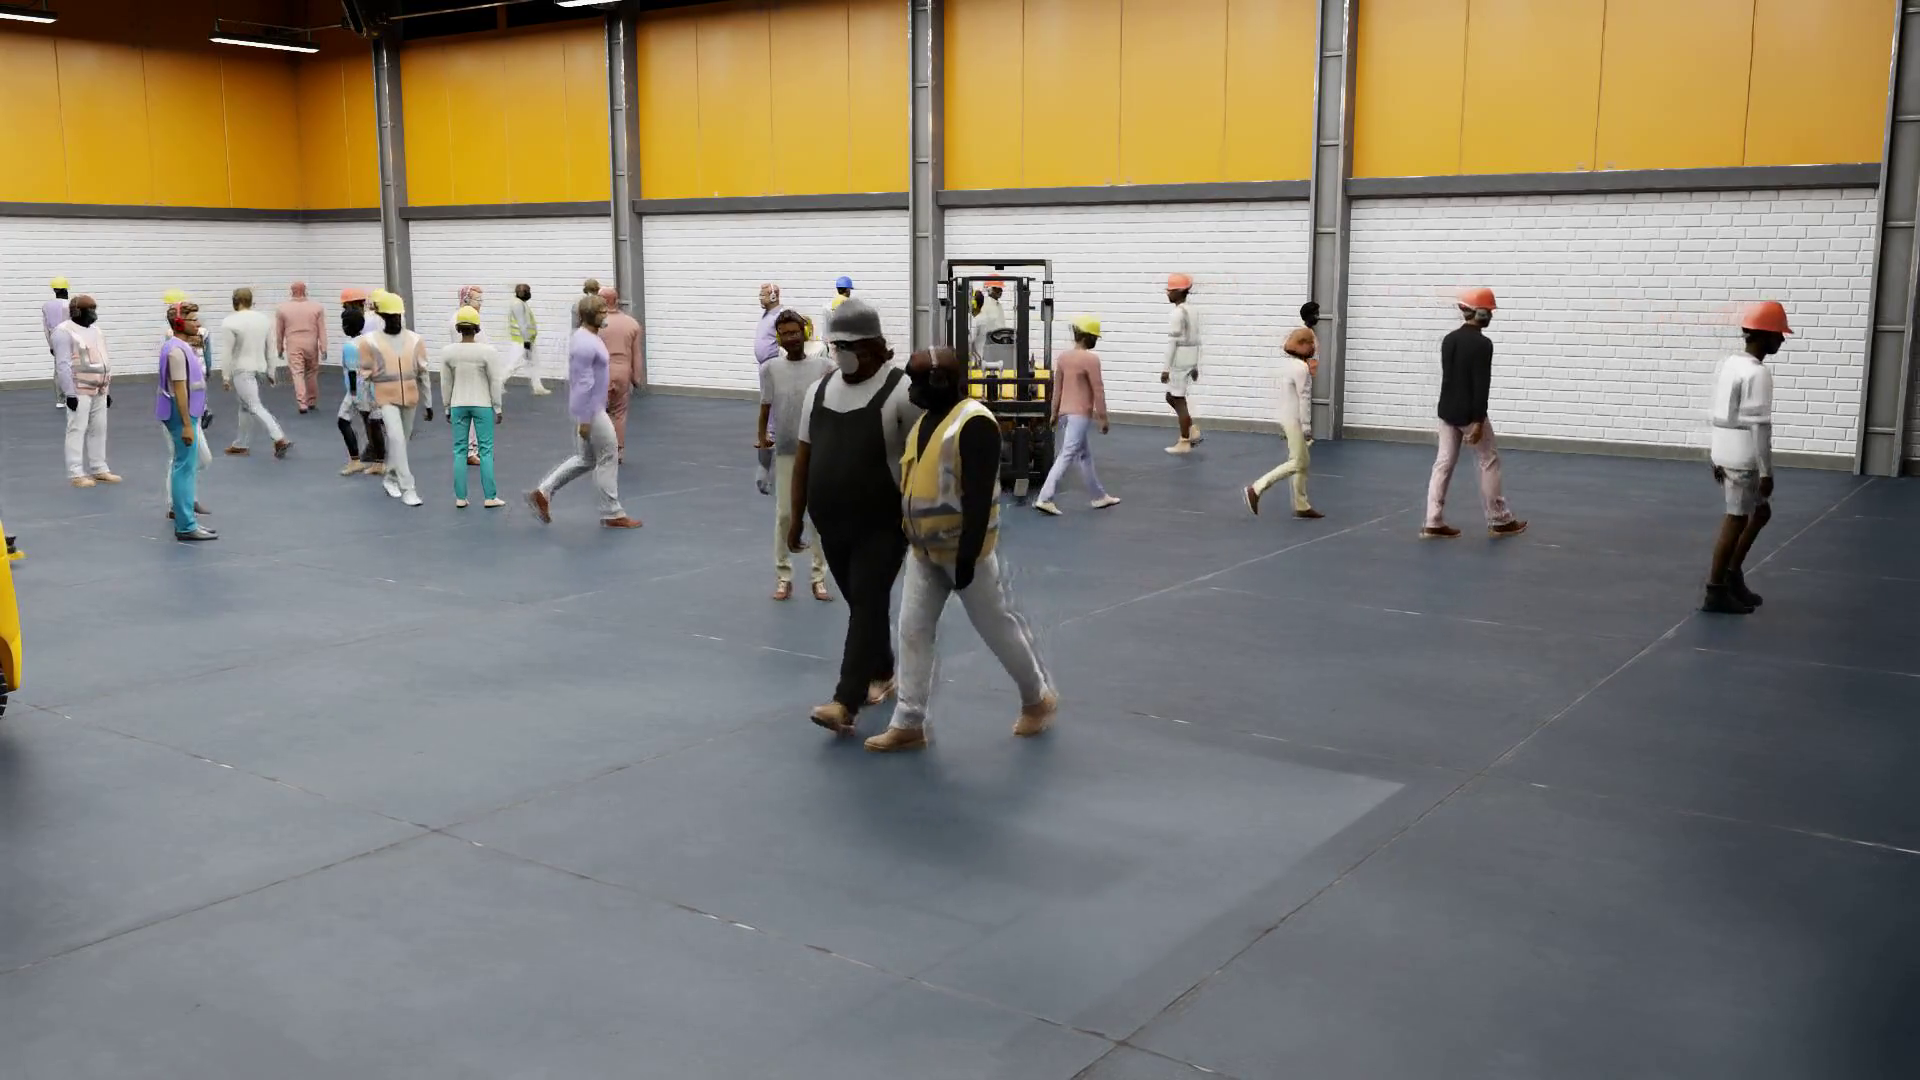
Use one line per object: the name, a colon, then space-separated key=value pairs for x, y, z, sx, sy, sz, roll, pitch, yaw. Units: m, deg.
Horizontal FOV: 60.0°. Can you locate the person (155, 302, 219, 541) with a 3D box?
person: x=-6.034 y=-0.919 z=12.914 sx=0.390 sy=1.846 sz=0.564 roll=-4 pitch=10 yaw=-24

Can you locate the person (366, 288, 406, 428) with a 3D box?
person: x=-7.430 y=-2.344 z=21.489 sx=0.629 sy=1.813 sz=0.475 roll=-4 pitch=10 yaw=-24

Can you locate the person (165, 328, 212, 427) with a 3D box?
person: x=-9.352 y=-2.021 z=20.195 sx=0.513 sy=1.595 sz=0.854 roll=-4 pitch=10 yaw=-23

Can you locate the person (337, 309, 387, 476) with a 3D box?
person: x=-6.046 y=-1.470 z=16.688 sx=0.529 sy=1.684 sz=0.547 roll=2 pitch=10 yaw=13

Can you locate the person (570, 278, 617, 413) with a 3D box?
person: x=-5.108 y=-2.692 z=23.236 sx=0.664 sy=1.923 sz=0.487 roll=-4 pitch=10 yaw=-24

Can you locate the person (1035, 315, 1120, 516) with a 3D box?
person: x=1.001 y=-1.075 z=14.264 sx=0.968 sy=1.708 sz=0.538 roll=-6 pitch=11 yaw=-30

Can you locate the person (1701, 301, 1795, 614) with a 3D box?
person: x=4.832 y=-0.489 z=10.134 sx=0.552 sy=1.914 sz=0.584 roll=1 pitch=10 yaw=7

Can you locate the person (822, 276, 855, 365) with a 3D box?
person: x=-1.652 y=-2.767 z=23.623 sx=0.610 sy=1.943 sz=0.403 roll=3 pitch=10 yaw=19

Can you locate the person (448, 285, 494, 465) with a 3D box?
person: x=-5.184 y=-1.753 z=17.701 sx=0.406 sy=1.911 sz=0.636 roll=-1 pitch=10 yaw=-4

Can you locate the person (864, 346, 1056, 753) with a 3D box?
person: x=0.014 y=0.031 z=7.453 sx=0.936 sy=1.797 sz=0.652 roll=-6 pitch=12 yaw=-34

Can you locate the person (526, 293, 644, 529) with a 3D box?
person: x=-3.040 y=-1.018 z=13.338 sx=0.868 sy=1.912 sz=0.635 roll=-1 pitch=10 yaw=-8

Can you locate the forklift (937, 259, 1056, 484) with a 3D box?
forklift: x=0.370 y=-1.738 z=16.759 sx=1.214 sy=2.155 sz=2.313 roll=1 pitch=10 yaw=3

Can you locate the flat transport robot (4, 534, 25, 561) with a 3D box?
flat transport robot: x=-7.444 y=0.067 z=11.727 sx=1.431 sy=0.197 sz=0.652 roll=3 pitch=10 yaw=15

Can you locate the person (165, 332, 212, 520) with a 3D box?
person: x=-6.438 y=-0.951 z=13.812 sx=0.417 sy=1.602 sz=0.509 roll=-1 pitch=10 yaw=-3

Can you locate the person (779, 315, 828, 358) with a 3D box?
person: x=-1.536 y=-1.376 z=16.251 sx=0.511 sy=1.641 sz=0.309 roll=2 pitch=10 yaw=9

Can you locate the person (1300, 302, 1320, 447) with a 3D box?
person: x=4.025 y=-1.930 z=19.411 sx=0.321 sy=1.691 sz=0.533 roll=3 pitch=10 yaw=17

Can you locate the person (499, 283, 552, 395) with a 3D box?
person: x=-7.076 y=-3.221 z=26.720 sx=0.859 sy=1.815 sz=0.621 roll=-1 pitch=10 yaw=-4

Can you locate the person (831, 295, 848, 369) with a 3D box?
person: x=-1.355 y=-1.964 z=19.380 sx=0.326 sy=1.765 sz=0.530 roll=4 pitch=10 yaw=21

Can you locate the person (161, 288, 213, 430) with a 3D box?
person: x=-9.685 y=-2.220 z=20.733 sx=0.466 sy=1.820 sz=0.614 roll=3 pitch=10 yaw=16

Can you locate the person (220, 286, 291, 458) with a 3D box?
person: x=-7.765 y=-1.841 z=18.270 sx=1.016 sy=1.904 sz=0.636 roll=4 pitch=10 yaw=22

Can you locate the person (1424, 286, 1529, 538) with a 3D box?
person: x=4.046 y=-0.977 z=12.939 sx=0.923 sy=1.959 sz=0.616 roll=-4 pitch=10 yaw=-21

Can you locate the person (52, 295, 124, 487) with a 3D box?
person: x=-8.414 y=-1.429 z=16.029 sx=0.430 sy=1.835 sz=0.644 roll=1 pitch=10 yaw=5

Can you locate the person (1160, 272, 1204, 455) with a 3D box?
person: x=2.438 y=-1.952 z=18.522 sx=0.433 sy=2.028 sz=0.603 roll=4 pitch=10 yaw=24

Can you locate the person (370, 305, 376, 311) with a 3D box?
person: x=-8.833 y=-2.913 z=25.412 sx=0.283 sy=1.636 sz=0.500 roll=-5 pitch=11 yaw=-26

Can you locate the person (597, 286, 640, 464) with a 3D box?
person: x=-3.694 y=-1.722 z=17.553 sx=0.667 sy=1.894 sz=0.625 roll=-5 pitch=11 yaw=-29

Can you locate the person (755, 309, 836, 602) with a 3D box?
person: x=-1.021 y=-0.527 z=10.589 sx=0.578 sy=1.855 sz=0.405 roll=-1 pitch=10 yaw=-4

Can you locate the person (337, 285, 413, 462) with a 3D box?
person: x=-6.327 y=-1.794 z=17.936 sx=0.647 sy=1.911 sz=0.584 roll=-5 pitch=11 yaw=-28

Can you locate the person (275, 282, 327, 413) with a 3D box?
person: x=-9.427 y=-2.752 z=23.802 sx=0.668 sy=1.851 sz=0.989 roll=-4 pitch=10 yaw=-24

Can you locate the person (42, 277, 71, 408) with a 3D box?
person: x=-13.115 y=-2.884 z=24.368 sx=0.587 sy=1.930 sz=0.355 roll=2 pitch=10 yaw=12

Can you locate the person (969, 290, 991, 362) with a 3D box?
person: x=0.188 y=-2.067 z=19.872 sx=1.021 sy=1.809 sz=0.542 roll=2 pitch=10 yaw=14

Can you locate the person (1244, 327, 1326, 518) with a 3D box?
person: x=2.731 y=-0.961 z=13.840 sx=0.643 sy=1.613 sz=0.508 roll=0 pitch=10 yaw=1

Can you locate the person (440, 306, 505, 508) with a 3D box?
person: x=-4.263 y=-1.156 z=14.553 sx=0.531 sy=1.772 sz=0.301 roll=0 pitch=10 yaw=3

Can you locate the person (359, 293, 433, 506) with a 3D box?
person: x=-5.065 y=-1.274 z=14.937 sx=0.598 sy=1.886 sz=0.964 roll=-8 pitch=13 yaw=-40

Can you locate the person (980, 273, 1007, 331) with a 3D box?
person: x=0.438 y=-2.506 z=21.923 sx=0.385 sy=1.993 sz=0.623 roll=4 pitch=10 yaw=23

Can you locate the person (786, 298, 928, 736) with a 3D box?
person: x=-0.493 y=-0.153 z=7.774 sx=0.693 sy=2.000 sz=0.986 roll=6 pitch=11 yaw=33

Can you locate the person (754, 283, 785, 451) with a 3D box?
person: x=-2.157 y=-1.975 z=19.027 sx=0.403 sy=1.906 sz=0.651 roll=-5 pitch=11 yaw=-29

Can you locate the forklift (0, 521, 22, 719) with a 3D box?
forklift: x=-5.296 y=-0.090 z=6.943 sx=1.214 sy=2.155 sz=2.313 roll=7 pitch=12 yaw=35
